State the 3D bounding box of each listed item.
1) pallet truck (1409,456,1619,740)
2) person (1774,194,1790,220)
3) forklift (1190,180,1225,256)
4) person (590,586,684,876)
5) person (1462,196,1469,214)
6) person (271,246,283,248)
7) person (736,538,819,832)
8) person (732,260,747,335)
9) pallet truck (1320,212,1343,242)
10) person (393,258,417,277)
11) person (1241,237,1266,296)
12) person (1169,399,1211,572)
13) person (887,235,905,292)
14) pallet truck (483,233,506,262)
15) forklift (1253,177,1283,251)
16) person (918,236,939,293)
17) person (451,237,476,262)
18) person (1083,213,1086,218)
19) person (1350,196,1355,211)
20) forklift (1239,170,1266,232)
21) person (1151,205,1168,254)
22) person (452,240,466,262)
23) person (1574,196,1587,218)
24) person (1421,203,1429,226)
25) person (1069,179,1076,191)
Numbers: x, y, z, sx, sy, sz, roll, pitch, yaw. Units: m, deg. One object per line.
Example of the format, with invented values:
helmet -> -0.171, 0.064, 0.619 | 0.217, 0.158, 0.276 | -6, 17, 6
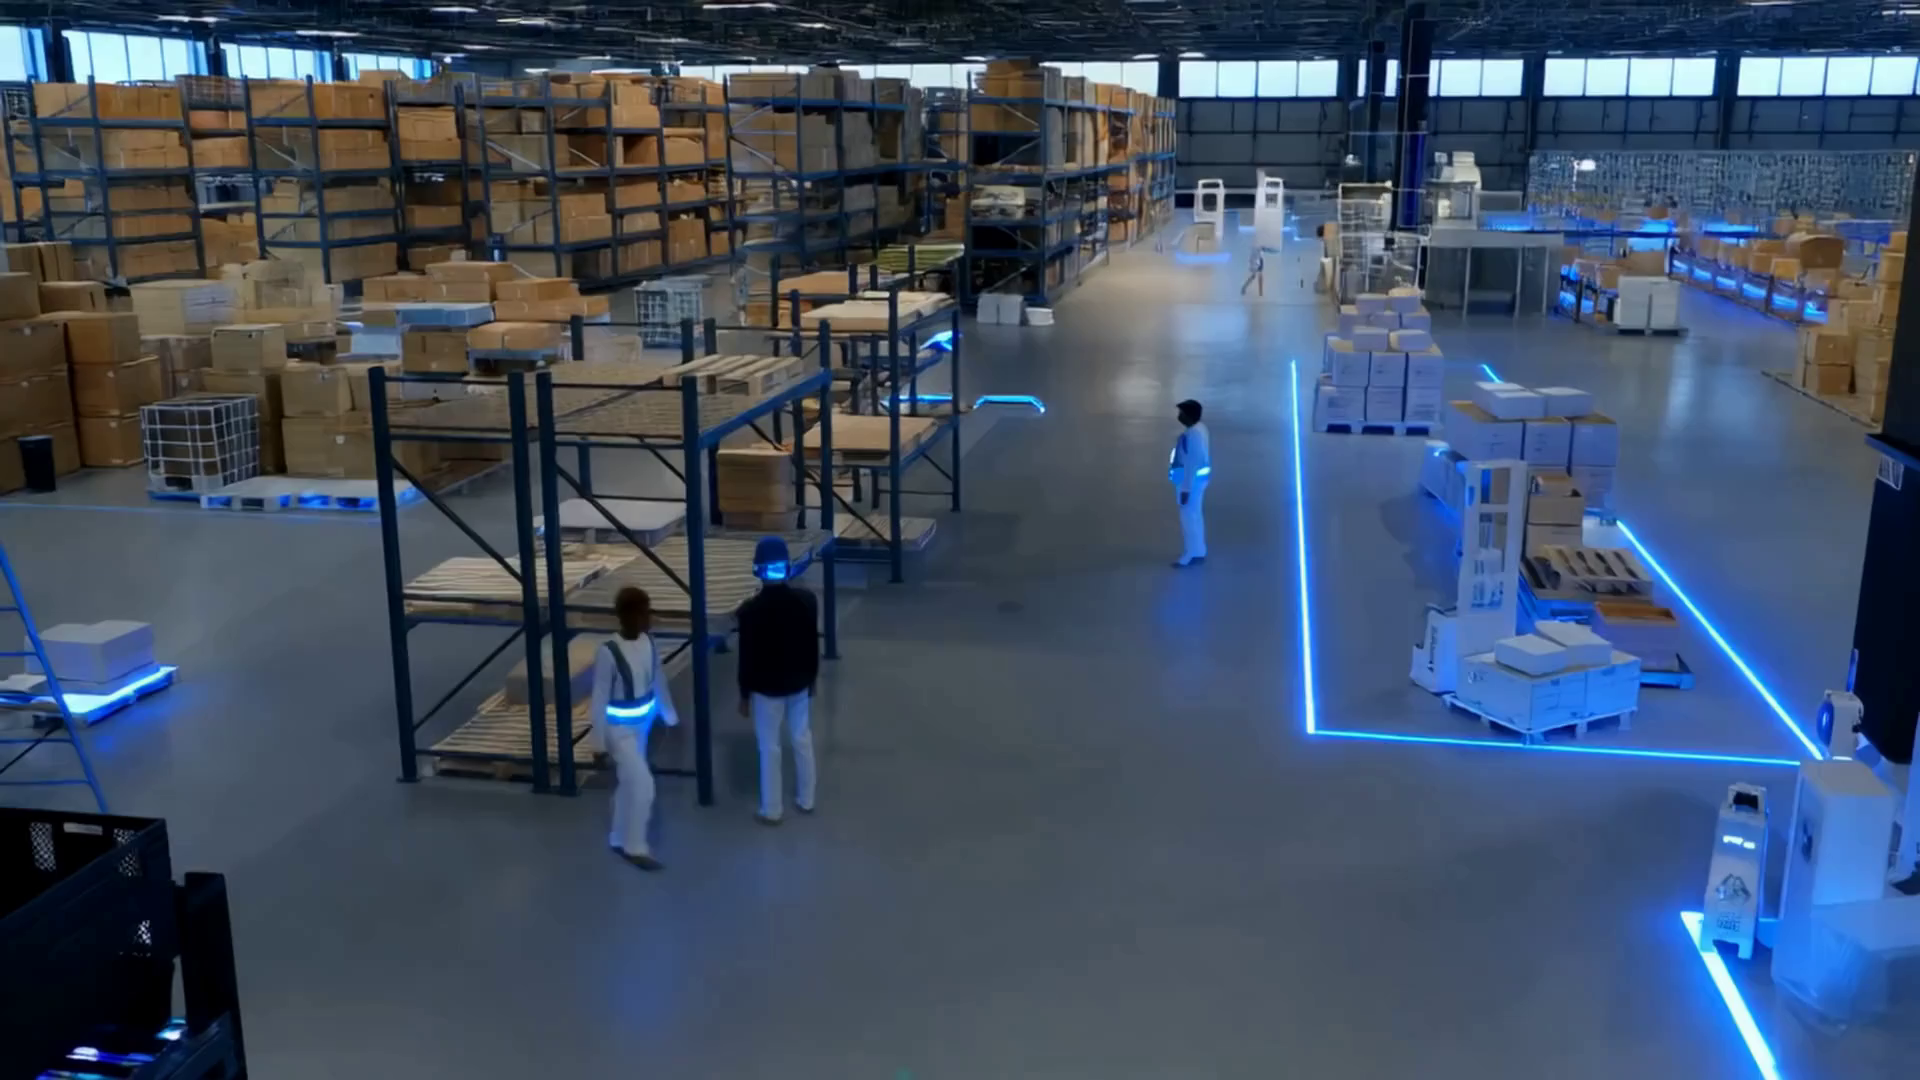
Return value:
pallet truck -> 4.504, 0.400, 13.395 | 0.823, 1.965, 1.885 | -6, 15, -23
person -> 37.302, -14.767, 75.423 | 0.617, 1.787, 0.942 | 1, 14, 6
forklift -> 9.203, -11.884, 61.453 | 1.129, 2.768, 1.873 | 3, 14, 13
person -> -2.026, 1.195, 10.451 | 0.622, 1.862, 0.612 | 4, 14, 15
person -> 22.109, -14.211, 73.048 | 0.588, 1.837, 0.403 | 5, 15, 19
person -> -21.010, -8.712, 51.195 | 0.513, 1.606, 0.805 | 4, 14, 15
person -> -1.225, 0.963, 11.117 | 0.612, 1.994, 0.394 | -10, 17, -35
person -> -5.073, -5.576, 38.278 | 0.320, 1.697, 0.531 | 0, 14, 0
pallet truck -> 15.874, -13.227, 70.310 | 0.680, 1.201, 1.601 | 10, 17, 35
person -> -12.218, -5.243, 36.526 | 0.707, 1.894, 0.623 | 11, 18, 38
person -> 8.355, -7.752, 47.184 | 0.788, 1.673, 0.540 | -9, 16, -31
person -> 2.439, -0.586, 17.722 | 0.429, 1.841, 0.634 | 4, 14, 17
person -> -1.773, -7.238, 44.626 | 0.655, 1.887, 0.721 | 4, 14, 17
pallet truck -> -11.832, -7.026, 43.548 | 1.885, 1.965, 0.823 | 8, 16, 28
forklift -> 12.083, -12.747, 64.956 | 1.129, 2.768, 1.873 | 3, 14, 10
person -> -0.818, -7.022, 43.717 | 0.550, 1.920, 0.675 | 1, 14, 5
person -> -12.882, -6.924, 43.253 | 0.643, 1.938, 0.526 | -5, 15, -21
person -> 5.781, -15.441, 77.913 | 0.405, 1.902, 0.636 | -8, 16, -31
person -> 20.654, -17.766, 87.702 | 0.485, 1.735, 0.346 | -11, 18, -38
forklift -> 13.937, -15.692, 76.913 | 1.873, 2.768, 1.129 | 3, 14, 10
person -> 7.640, -11.899, 63.657 | 0.621, 1.852, 0.977 | -4, 14, -15
person -> -12.478, -6.602, 41.993 | 0.832, 1.910, 0.662 | -2, 14, -9
person -> 26.908, -14.015, 72.234 | 0.566, 1.846, 0.389 | -3, 14, -11
person -> 18.437, -12.535, 66.053 | 0.448, 1.930, 0.599 | 10, 17, 34
person -> 6.470, -19.731, 95.281 | 0.404, 1.922, 0.577 | 5, 15, 18
